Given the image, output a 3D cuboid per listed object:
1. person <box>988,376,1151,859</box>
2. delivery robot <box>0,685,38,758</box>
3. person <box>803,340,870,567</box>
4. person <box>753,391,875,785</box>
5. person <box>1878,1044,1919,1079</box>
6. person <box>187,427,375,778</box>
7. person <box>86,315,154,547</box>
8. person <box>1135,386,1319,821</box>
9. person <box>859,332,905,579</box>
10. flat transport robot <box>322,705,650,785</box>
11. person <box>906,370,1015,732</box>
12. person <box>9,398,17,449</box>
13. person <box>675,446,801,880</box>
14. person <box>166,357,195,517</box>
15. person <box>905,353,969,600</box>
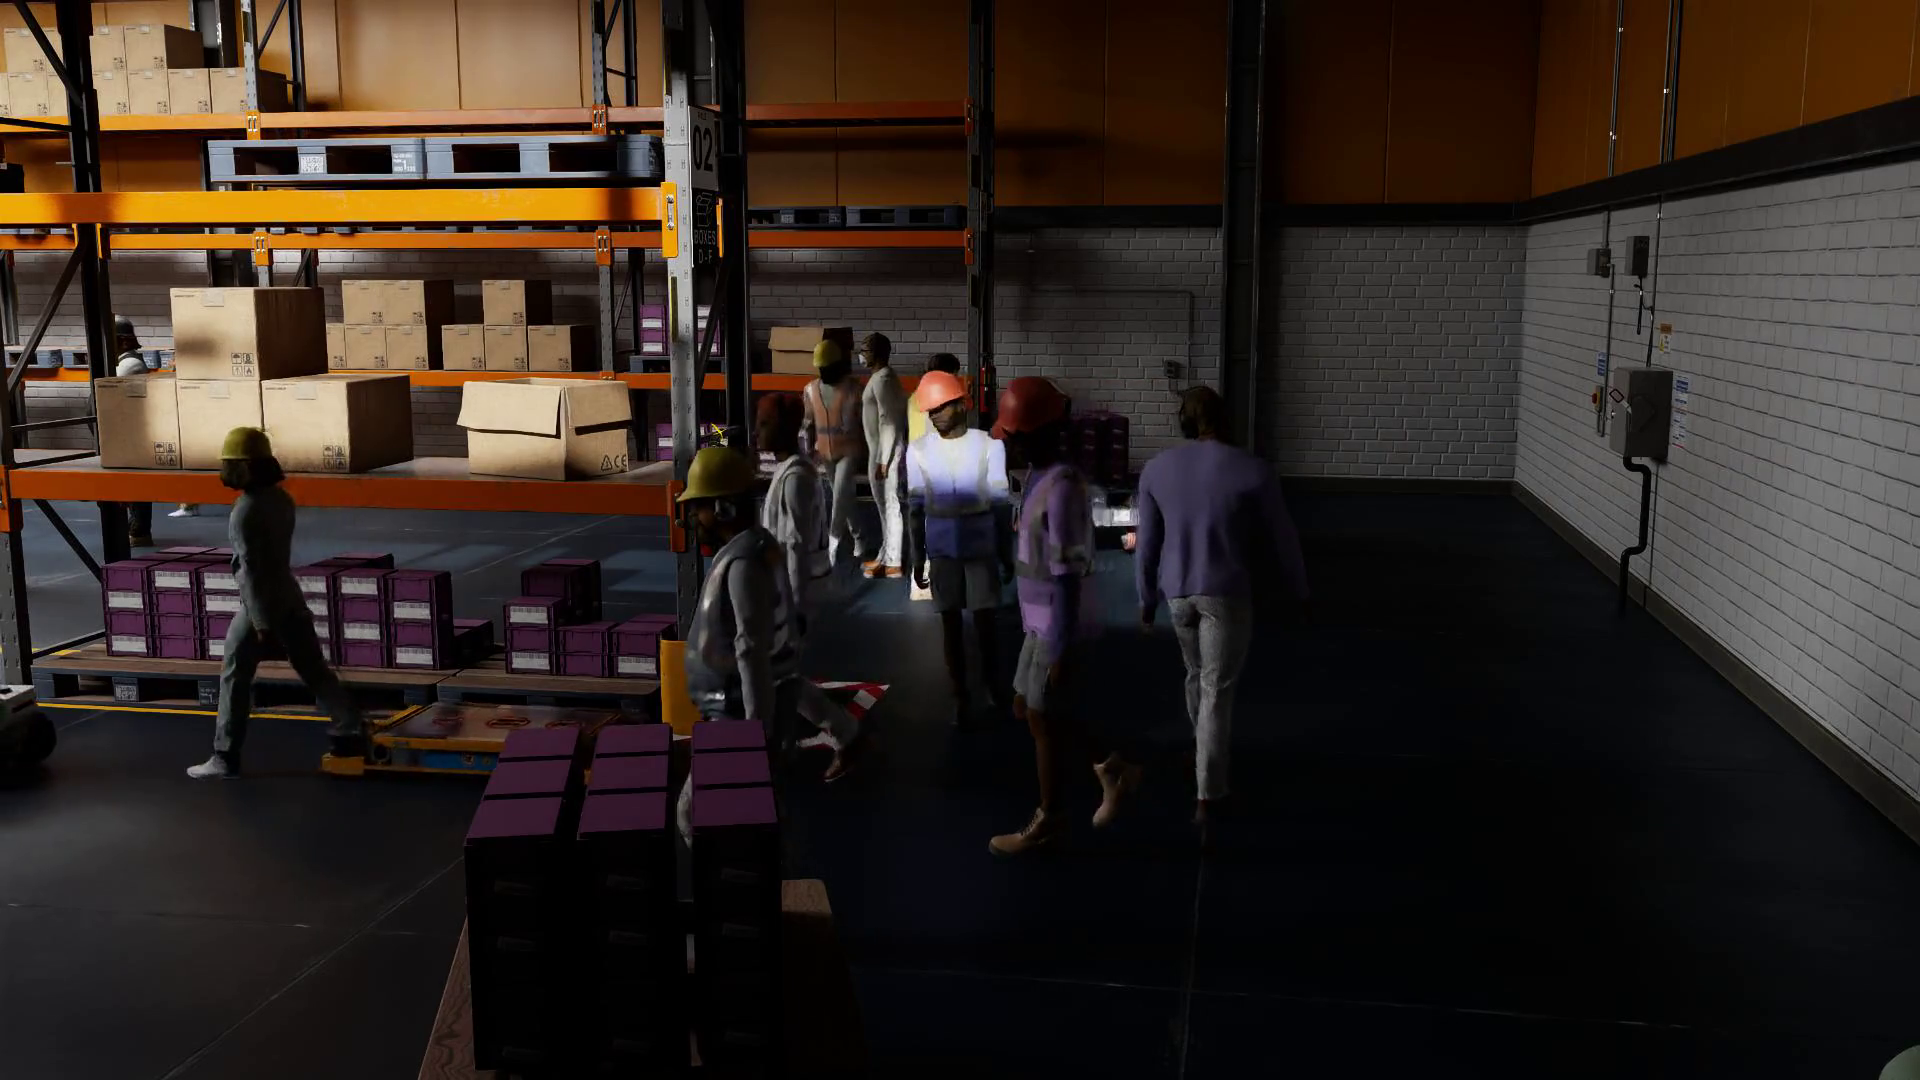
[{"bbox_3d":[0.419,0.334,6.719,0.648,2.002,0.691,-1,9,-4],"label":"person"},{"bbox_3d":[-4.803,0.820,7.906,0.707,0.478,0.477,0,9,0],"label":"delivery robot"},{"bbox_3d":[-0.966,-0.727,13.779,0.639,1.878,0.988,5,10,28],"label":"person"},{"bbox_3d":[-0.763,0.239,7.728,0.589,1.870,0.607,-1,9,-7],"label":"person"},{"bbox_3d":[1.513,1.235,2.312,0.502,1.626,0.284,4,10,21],"label":"person"},{"bbox_3d":[-3.210,0.308,7.828,0.919,1.700,0.481,2,9,11],"label":"person"},{"bbox_3d":[-7.370,-0.956,14.614,0.538,2.000,0.687,-5,10,-27],"label":"person"},{"bbox_3d":[1.204,0.264,7.515,0.759,1.888,0.829,6,11,33],"label":"person"},{"bbox_3d":[-0.615,-0.664,13.120,0.369,1.938,0.630,-1,9,-3],"label":"person"},{"bbox_3d":[-2.275,0.978,8.090,1.431,0.197,0.652,1,9,9],"label":"flat transport robot"},{"bbox_3d":[-0.001,0.052,8.802,0.575,1.910,0.480,1,9,9],"label":"person"},{"bbox_3d":[-7.280,-0.590,12.482,0.379,1.996,0.609,-5,10,-29],"label":"person"},{"bbox_3d":[-0.818,0.579,5.807,0.540,1.808,0.611,-1,9,-4],"label":"person"},{"bbox_3d":[-7.420,-1.022,16.380,0.738,1.602,0.545,-1,9,-6],"label":"person"},{"bbox_3d":[-0.037,-0.472,12.306,0.853,1.812,0.660,-5,10,-28],"label":"person"}]
